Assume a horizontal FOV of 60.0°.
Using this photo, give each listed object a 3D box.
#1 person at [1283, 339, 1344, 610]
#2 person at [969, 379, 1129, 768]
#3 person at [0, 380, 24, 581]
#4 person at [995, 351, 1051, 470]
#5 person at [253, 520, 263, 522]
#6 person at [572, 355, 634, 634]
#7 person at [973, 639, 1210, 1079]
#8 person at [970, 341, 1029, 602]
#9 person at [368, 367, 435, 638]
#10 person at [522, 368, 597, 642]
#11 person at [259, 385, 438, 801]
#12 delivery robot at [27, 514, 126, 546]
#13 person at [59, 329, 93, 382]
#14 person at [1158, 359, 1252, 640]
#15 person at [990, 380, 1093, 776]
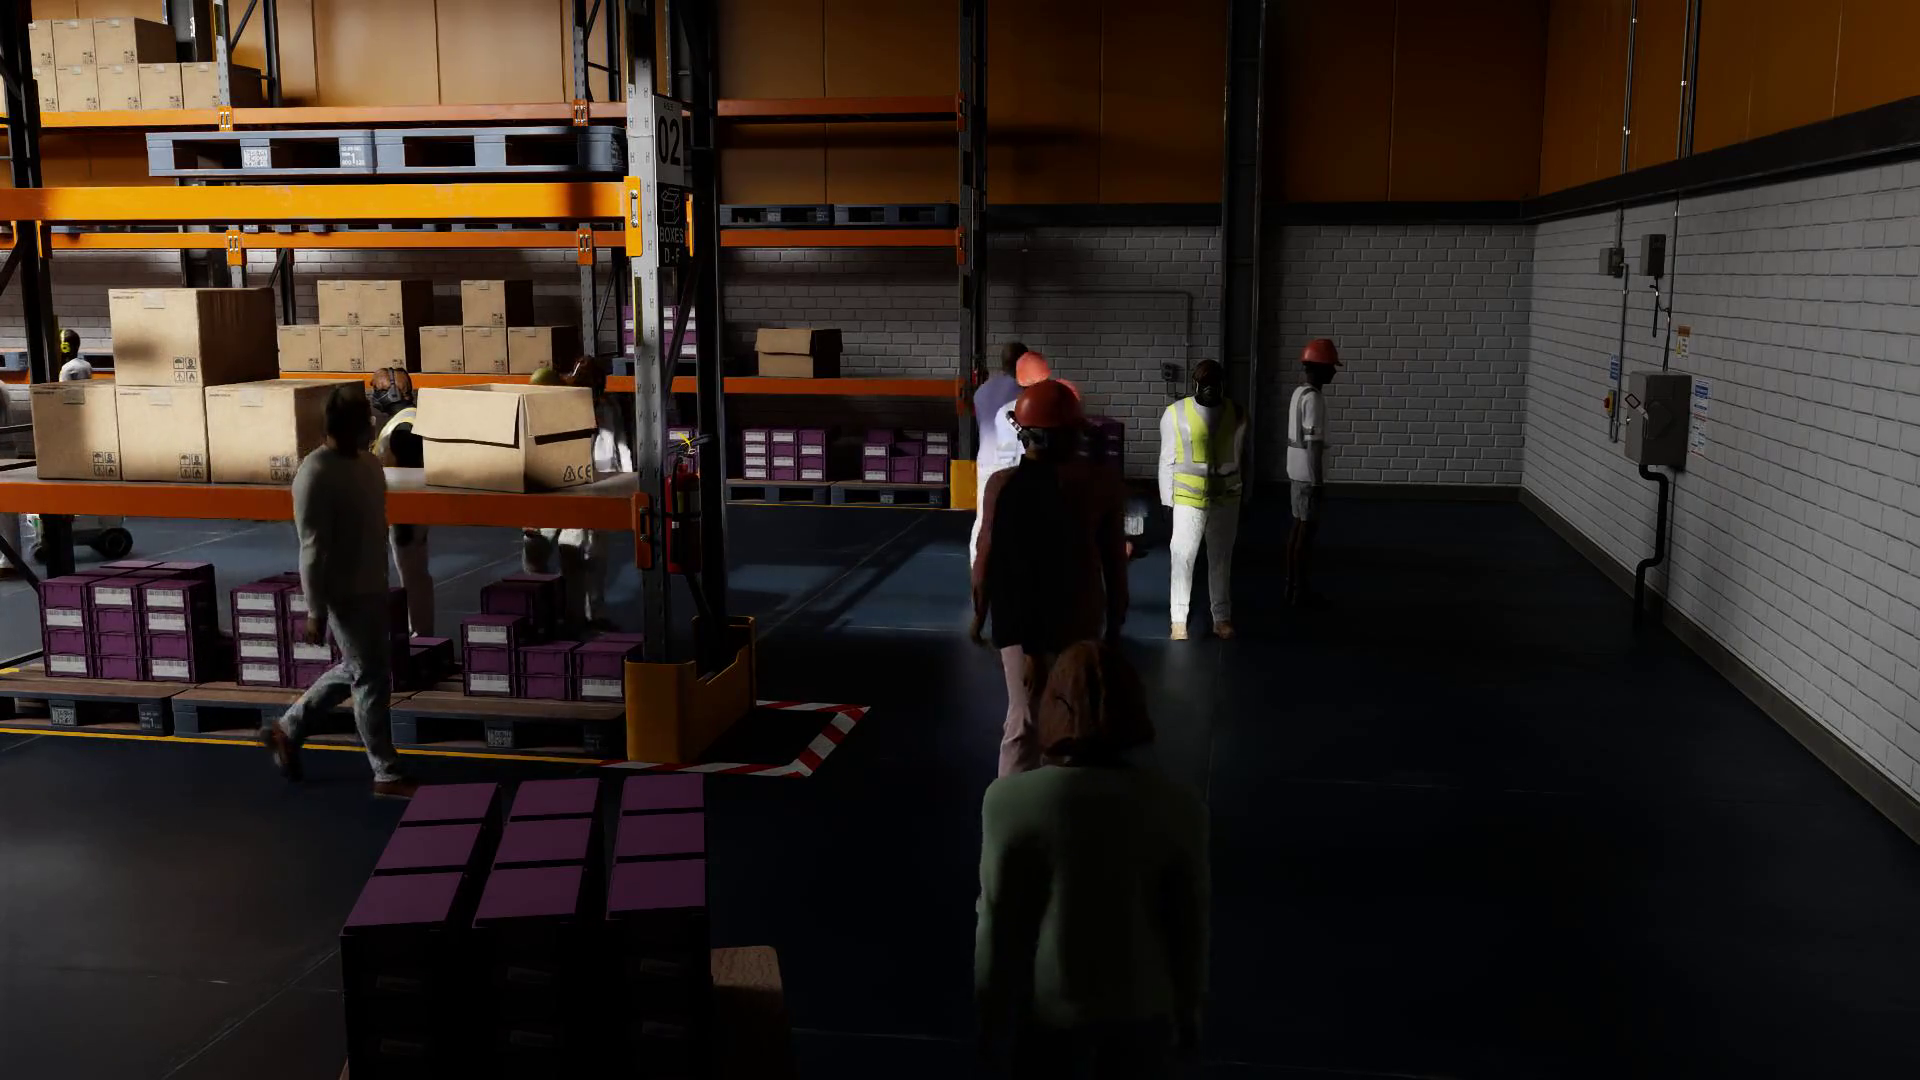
[{"bbox_3d":[2.537,-0.473,11.946,0.365,1.933,0.551,0,9,1],"label":"person"},{"bbox_3d":[0.358,0.301,7.092,0.628,1.953,0.933,-2,9,-12],"label":"person"},{"bbox_3d":[-7.550,-0.615,12.985,0.337,1.882,0.585,-4,10,-24],"label":"person"},{"bbox_3d":[0.520,-0.281,10.908,0.557,1.884,0.877,-4,10,-23],"label":"person"},{"bbox_3d":[-6.811,-1.107,15.926,0.593,1.912,0.530,-2,9,-12],"label":"person"},{"bbox_3d":[-2.398,-0.275,10.939,0.413,1.871,0.603,5,10,29],"label":"person"},{"bbox_3d":[0.286,1.018,3.650,0.524,1.618,0.368,-1,9,-5],"label":"person"},{"bbox_3d":[0.402,-0.508,12.276,0.634,1.896,0.909,8,12,39],"label":"person"},{"bbox_3d":[-3.430,-0.145,10.233,0.429,1.837,0.628,-4,10,-22],"label":"person"},{"bbox_3d":[-2.607,-0.201,10.711,0.565,1.789,0.613,9,13,43],"label":"person"},{"bbox_3d":[-2.843,0.243,7.586,0.855,1.916,0.635,1,9,8],"label":"person"},{"bbox_3d":[-7.418,-0.157,13.964,0.707,0.478,0.477,-7,11,-37],"label":"delivery robot"},{"bbox_3d":[-8.501,-1.089,15.992,0.329,1.864,0.508,-1,9,-6],"label":"person"},{"bbox_3d":[1.614,-0.259,10.908,0.633,1.843,0.429,-1,9,-7],"label":"person"},{"bbox_3d":[0.313,0.371,6.523,0.395,1.993,0.614,1,9,5],"label":"person"}]
